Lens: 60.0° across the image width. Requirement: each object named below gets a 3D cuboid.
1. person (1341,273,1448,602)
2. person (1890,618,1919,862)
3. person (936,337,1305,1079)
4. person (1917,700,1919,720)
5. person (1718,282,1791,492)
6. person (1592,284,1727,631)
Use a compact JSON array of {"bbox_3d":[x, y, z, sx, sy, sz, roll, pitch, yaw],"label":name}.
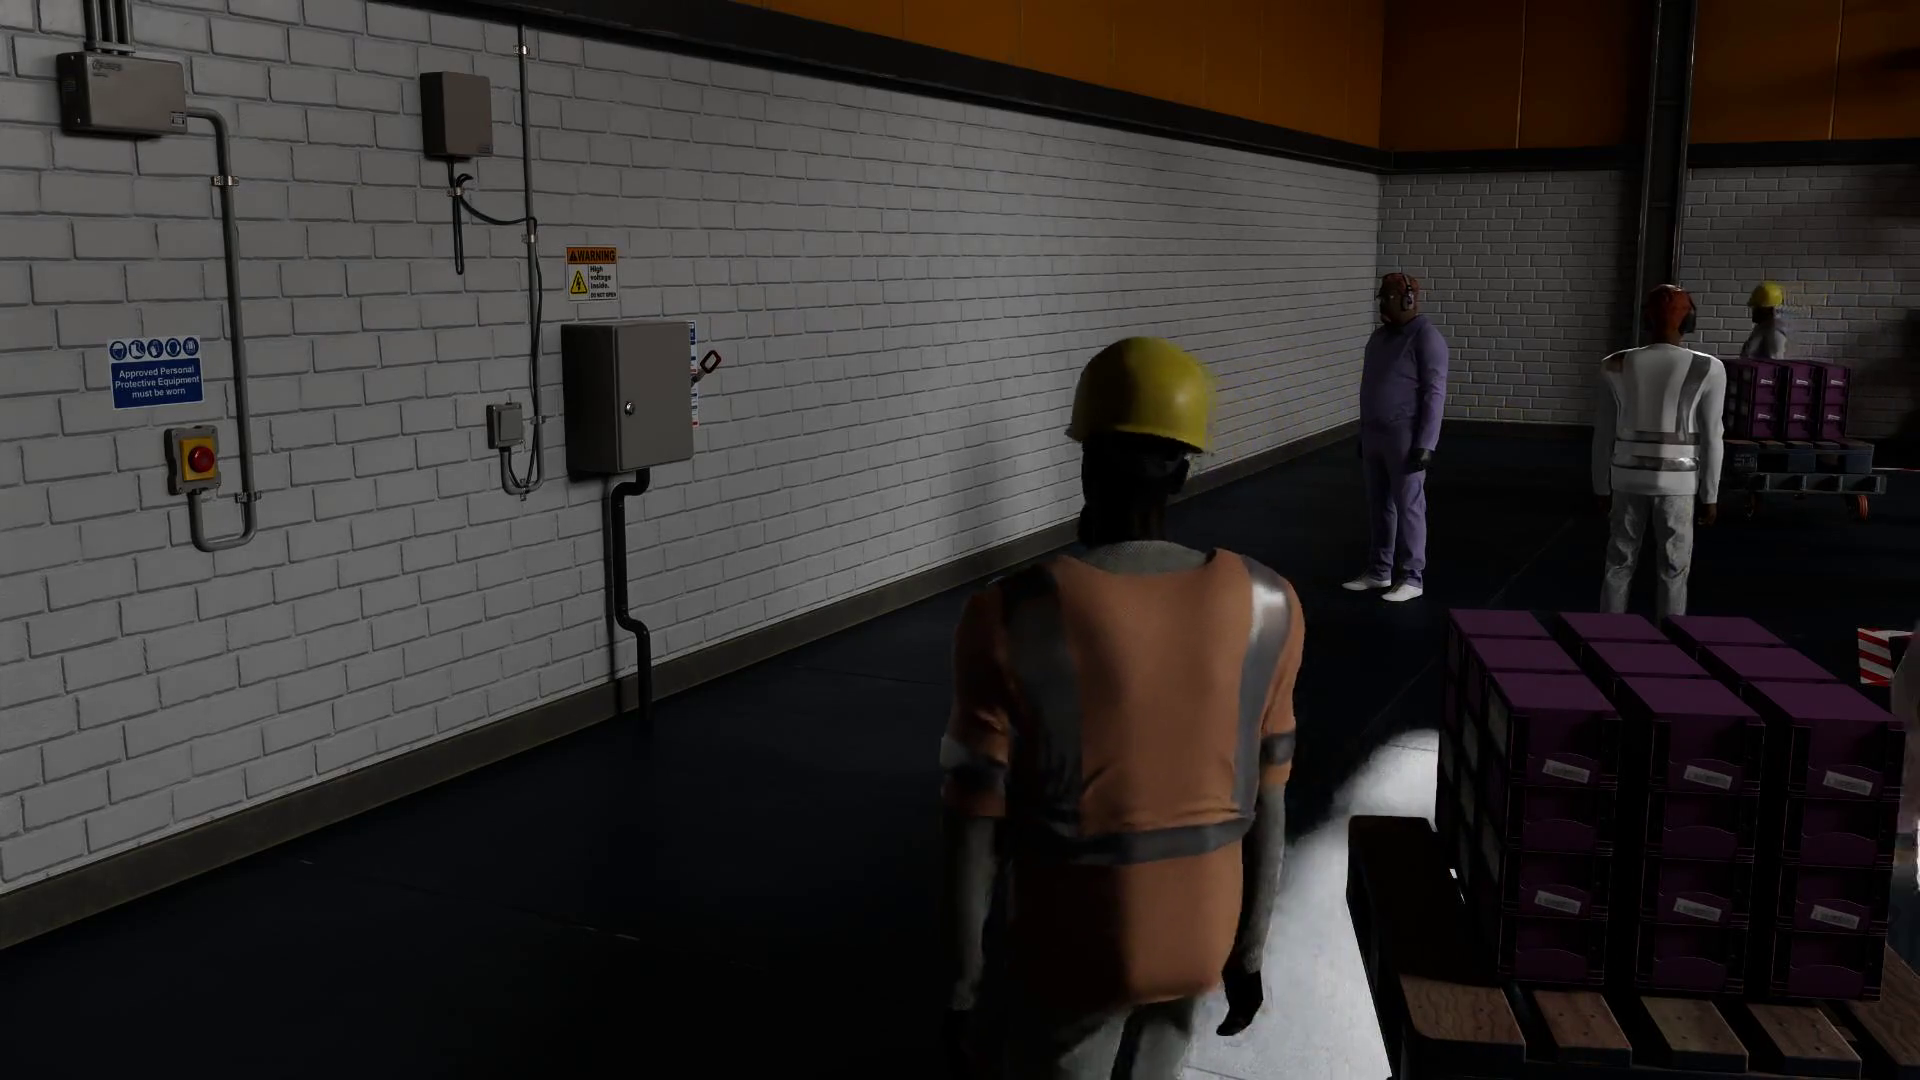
[{"bbox_3d":[2.527,-0.598,9.725,0.408,1.906,0.654,-4,11,-22],"label":"person"},{"bbox_3d":[3.148,0.157,5.241,0.779,1.944,0.680,2,10,10],"label":"person"},{"bbox_3d":[0.273,0.640,2.595,0.600,1.897,0.686,-3,10,-19],"label":"person"},{"bbox_3d":[2.737,0.376,4.165,0.855,1.892,0.697,-1,10,-4],"label":"person"},{"bbox_3d":[6.788,-1.264,13.926,0.616,1.786,0.630,4,11,23],"label":"person"},{"bbox_3d":[3.235,-0.242,7.753,0.578,1.879,0.348,8,12,38],"label":"person"}]
